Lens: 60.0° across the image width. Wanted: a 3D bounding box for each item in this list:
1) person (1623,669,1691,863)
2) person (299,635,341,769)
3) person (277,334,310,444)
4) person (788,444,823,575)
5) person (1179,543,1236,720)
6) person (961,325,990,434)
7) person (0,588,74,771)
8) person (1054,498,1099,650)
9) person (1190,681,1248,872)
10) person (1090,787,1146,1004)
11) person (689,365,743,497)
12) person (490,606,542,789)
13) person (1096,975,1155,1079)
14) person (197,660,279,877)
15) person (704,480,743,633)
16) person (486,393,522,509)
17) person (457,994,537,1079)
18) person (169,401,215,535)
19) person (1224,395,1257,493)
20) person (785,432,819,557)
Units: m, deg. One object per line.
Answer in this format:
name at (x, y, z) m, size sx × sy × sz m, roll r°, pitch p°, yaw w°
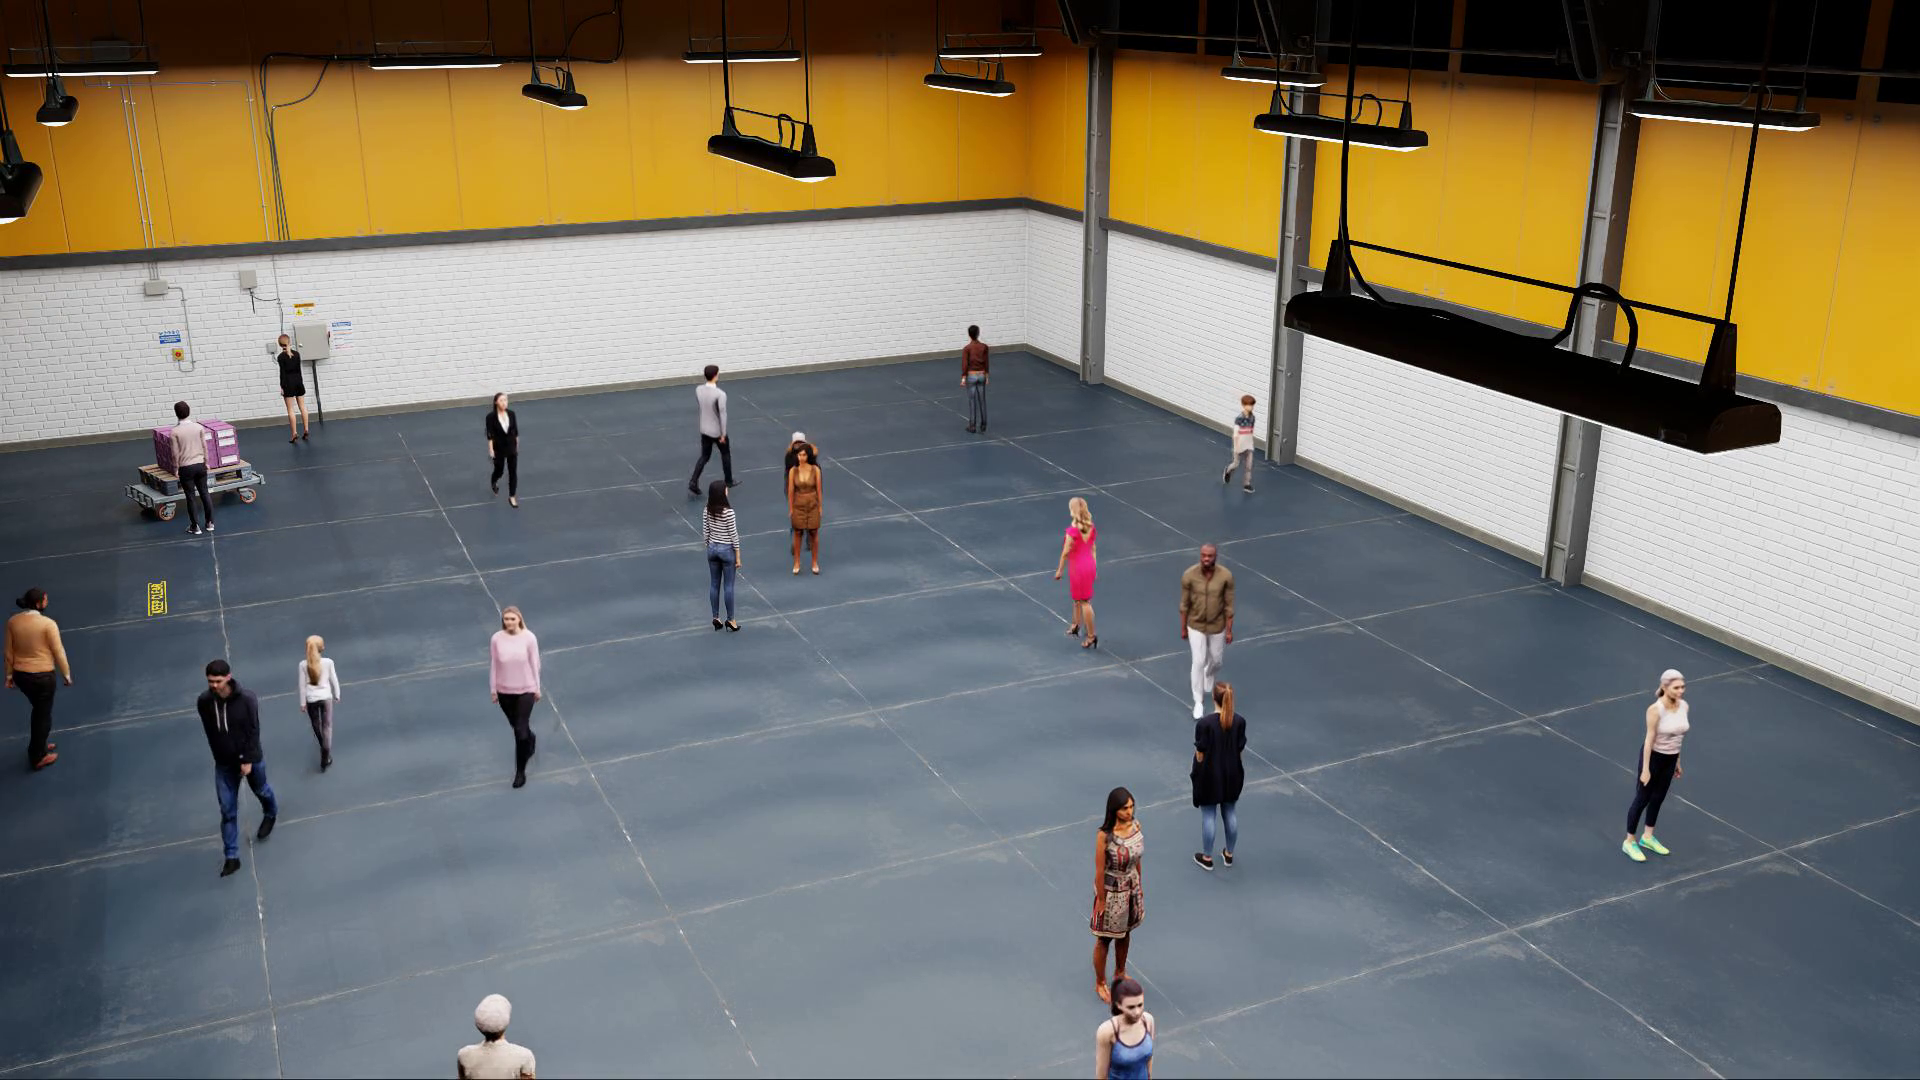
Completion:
person at (5.910, 1.878, 14.074) m, size 0.602 × 1.701 × 0.523 m, roll -9°, pitch 21°, yaw -25°
person at (-6.076, 1.553, 15.748) m, size 0.607 × 1.249 × 0.902 m, roll -5°, pitch 19°, yaw -13°
person at (-10.782, -2.455, 26.836) m, size 0.677 × 1.768 × 0.654 m, roll 11°, pitch 22°, yaw 30°
person at (-1.930, -0.394, 20.845) m, size 0.633 × 1.685 × 0.619 m, roll -1°, pitch 19°, yaw -4°
person at (2.518, 0.869, 16.914) m, size 1.005 × 1.802 × 1.124 m, roll 2°, pitch 19°, yaw 7°
person at (0.268, -2.663, 27.439) m, size 0.642 × 1.778 × 0.512 m, roll -8°, pitch 20°, yaw -21°
person at (-8.768, 1.330, 15.678) m, size 0.834 × 1.716 × 0.883 m, roll 1°, pitch 19°, yaw 2°
person at (1.428, 0.388, 18.495) m, size 0.849 × 1.704 × 0.727 m, roll 16°, pitch 24°, yaw 39°
person at (2.163, 1.957, 13.868) m, size 0.675 × 1.683 × 0.632 m, roll -4°, pitch 19°, yaw -12°
person at (1.150, 2.555, 12.151) m, size 0.699 × 1.645 × 0.615 m, roll -14°, pitch 23°, yaw -36°
person at (-3.639, -1.574, 23.992) m, size 1.275 × 1.914 × 1.232 m, roll 10°, pitch 21°, yaw 28°
person at (-4.144, 1.391, 15.595) m, size 0.944 × 1.652 × 1.196 m, roll 1°, pitch 19°, yaw 2°
person at (0.957, 3.303, 10.000) m, size 0.570 × 1.600 × 0.583 m, roll -7°, pitch 20°, yaw -20°
person at (-6.042, 1.821, 14.052) m, size 0.975 × 1.822 × 1.354 m, roll -1°, pitch 19°, yaw -3°
person at (-2.716, 0.183, 18.958) m, size 0.609 × 1.797 × 0.697 m, roll 9°, pitch 21°, yaw 25°
person at (-6.477, -1.284, 23.550) m, size 0.715 × 1.646 × 0.935 m, roll -14°, pitch 23°, yaw -35°
person at (-2.622, 3.439, 9.433) m, size 0.935 × 1.705 × 1.172 m, roll 0°, pitch 19°, yaw 0°
person at (-10.358, -0.987, 22.412) m, size 0.693 × 1.809 × 0.666 m, roll -18°, pitch 25°, yaw -42°
person at (4.113, -1.420, 24.299) m, size 0.518 × 1.426 × 0.795 m, roll -9°, pitch 20°, yaw -24°
person at (-2.035, -0.626, 21.639) m, size 0.812 × 1.618 × 0.917 m, roll -1°, pitch 19°, yaw -2°
